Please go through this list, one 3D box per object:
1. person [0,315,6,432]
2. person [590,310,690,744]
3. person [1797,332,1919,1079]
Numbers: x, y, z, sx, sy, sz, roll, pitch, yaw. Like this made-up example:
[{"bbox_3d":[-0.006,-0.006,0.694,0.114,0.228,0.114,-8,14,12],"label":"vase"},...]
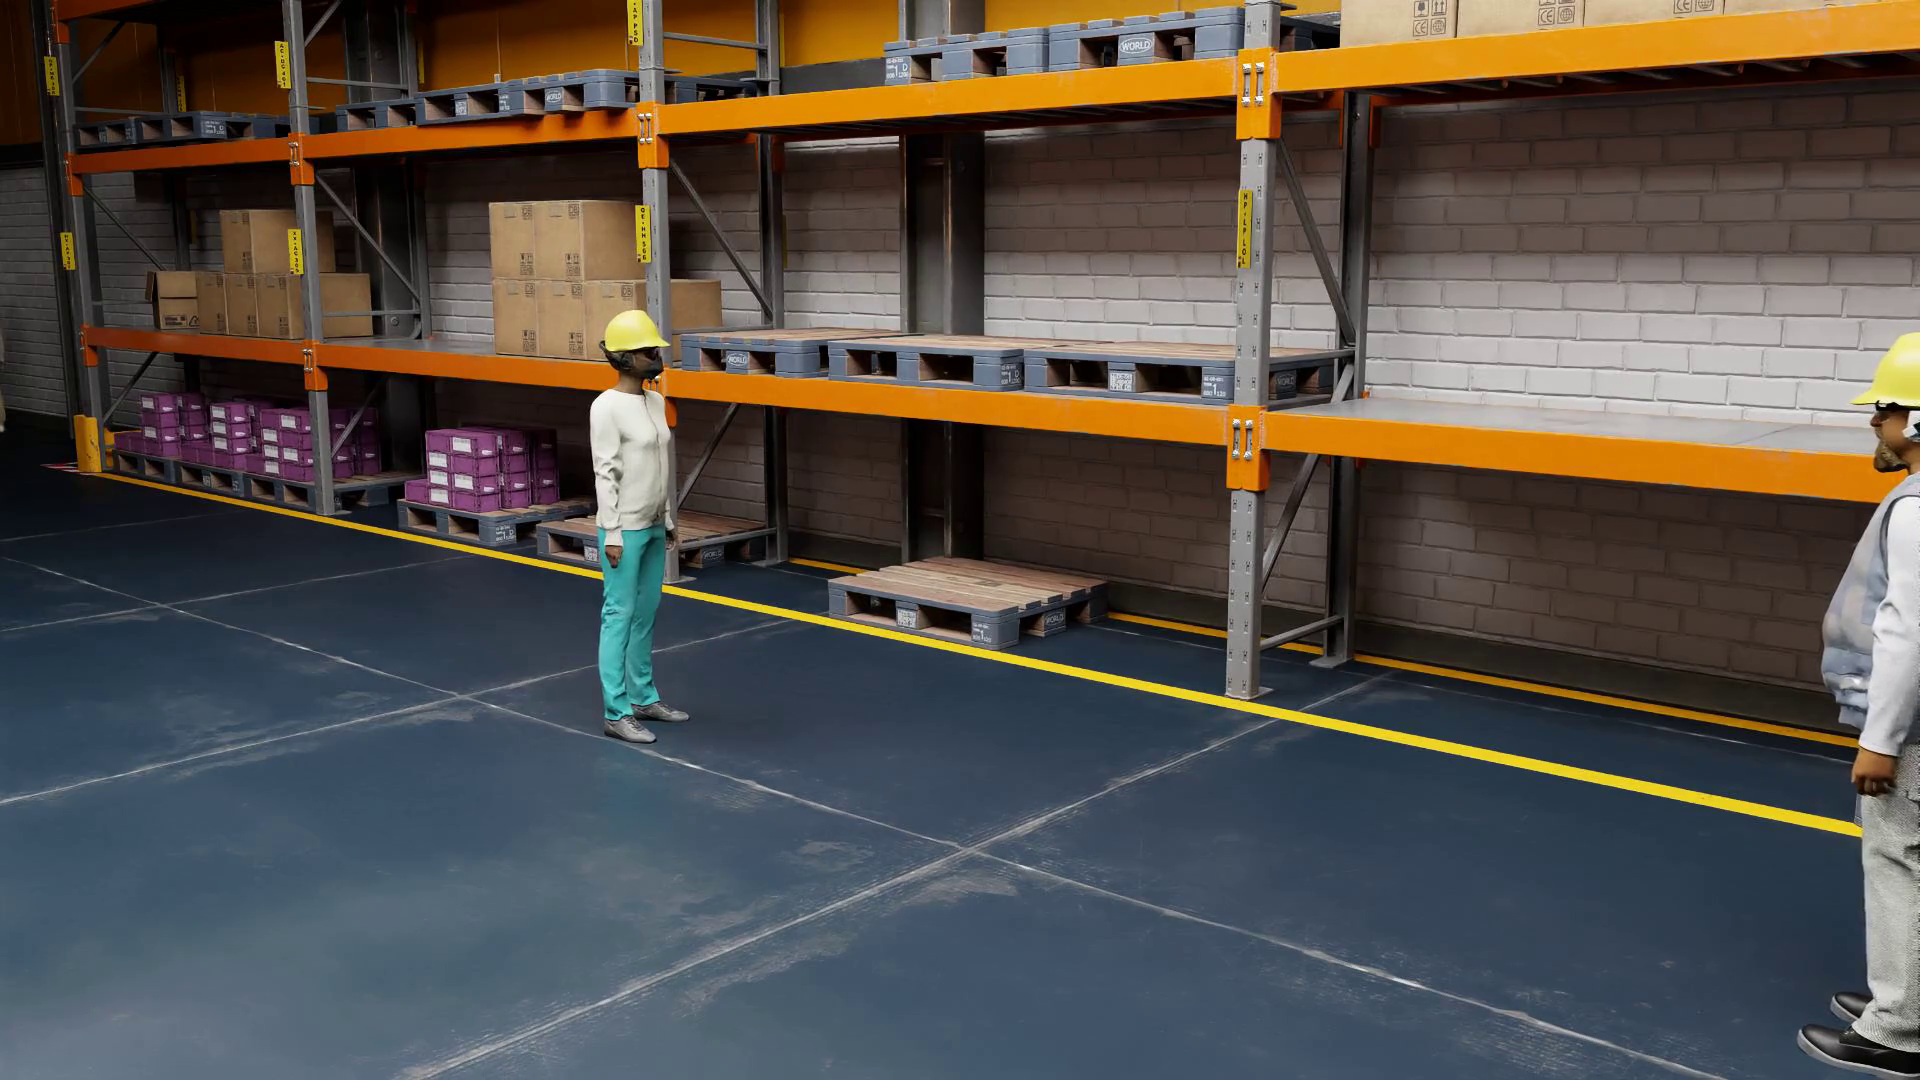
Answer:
[{"bbox_3d":[-10.709,-1.972,18.171,0.507,1.632,0.276,-9,13,-41],"label":"person"},{"bbox_3d":[-1.333,-0.059,6.889,0.301,1.772,0.531,3,10,16],"label":"person"},{"bbox_3d":[2.334,0.409,4.089,0.404,1.824,0.586,8,13,39],"label":"person"}]
